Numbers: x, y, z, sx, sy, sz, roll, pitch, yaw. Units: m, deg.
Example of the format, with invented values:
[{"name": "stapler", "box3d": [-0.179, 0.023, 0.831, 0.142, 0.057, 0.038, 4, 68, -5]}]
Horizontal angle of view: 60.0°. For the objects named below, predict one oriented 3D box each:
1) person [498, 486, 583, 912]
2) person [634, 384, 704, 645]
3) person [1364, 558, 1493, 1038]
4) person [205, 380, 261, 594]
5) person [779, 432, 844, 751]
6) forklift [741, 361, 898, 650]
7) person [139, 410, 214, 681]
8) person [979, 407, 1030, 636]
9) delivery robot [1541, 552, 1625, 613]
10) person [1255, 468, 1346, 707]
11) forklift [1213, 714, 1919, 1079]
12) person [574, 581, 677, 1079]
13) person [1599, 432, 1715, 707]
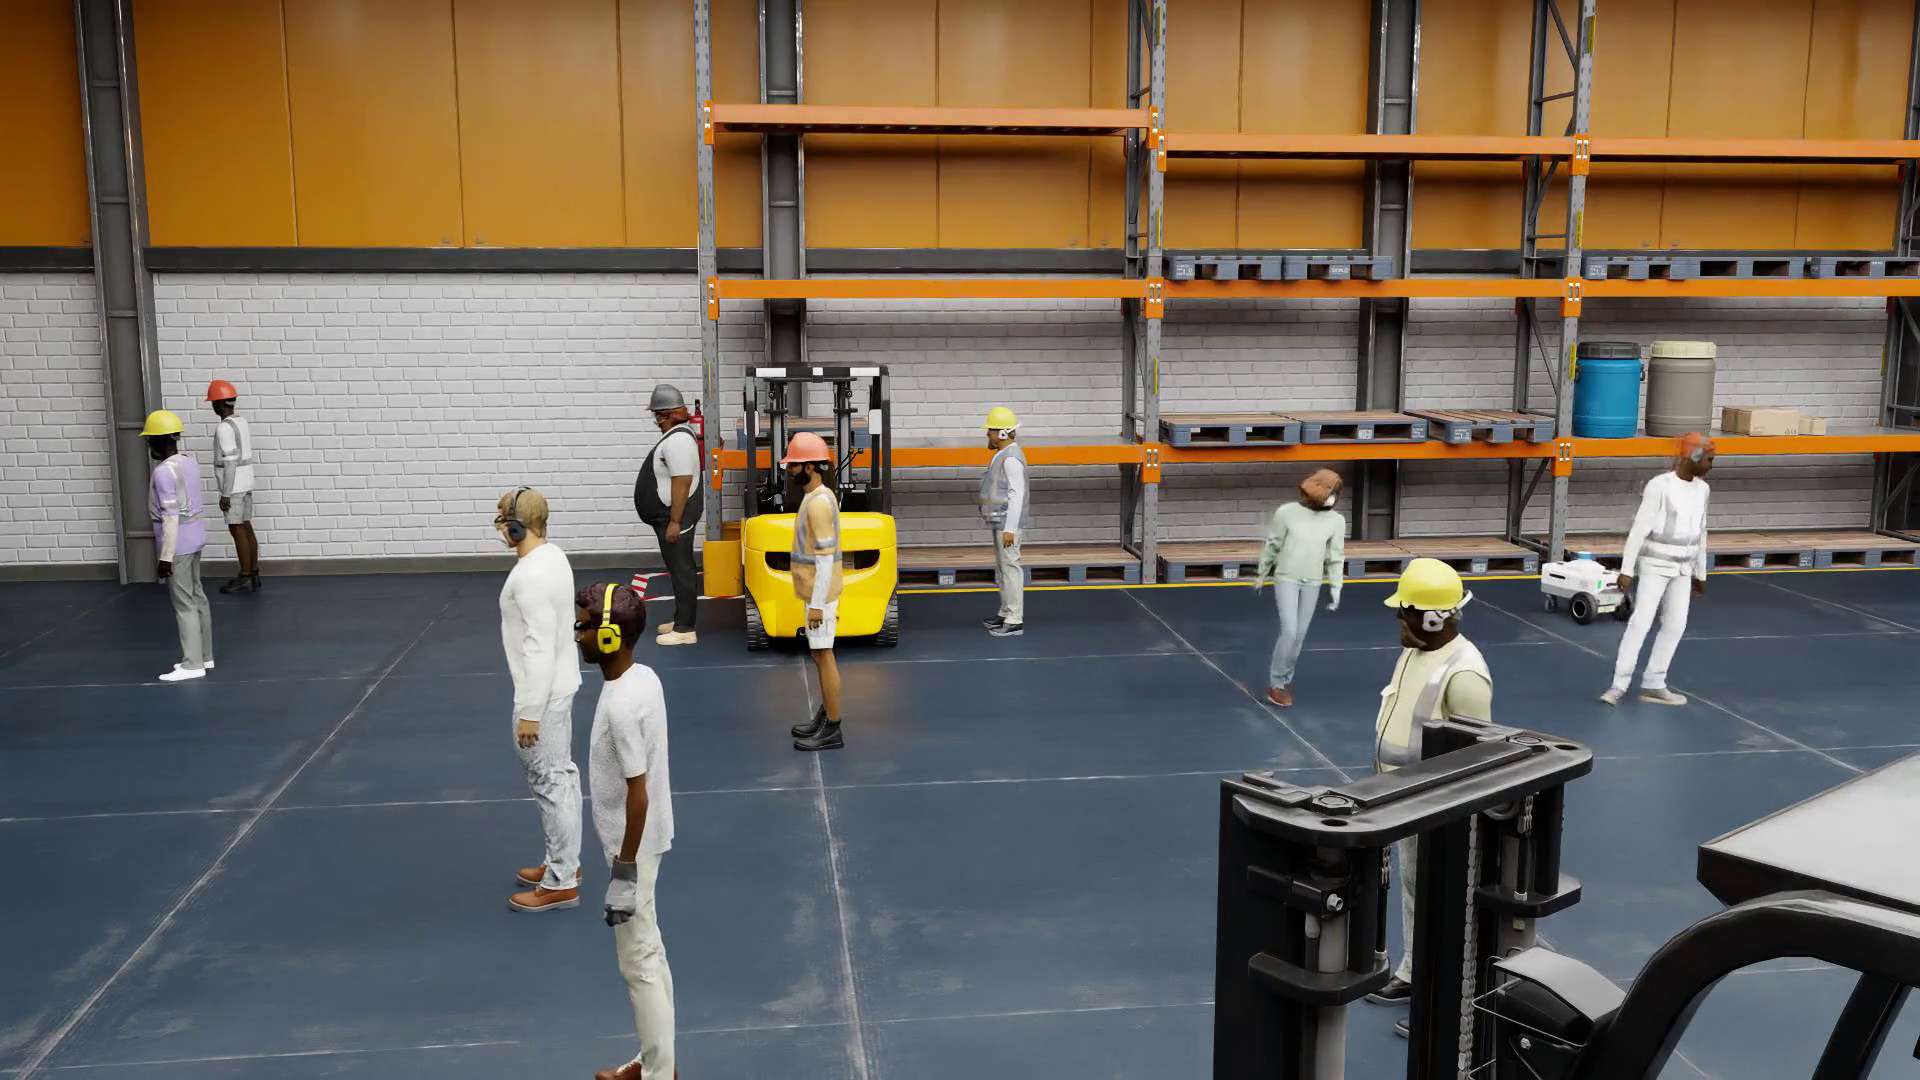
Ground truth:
[{"name": "person", "box3d": [-1.909, 0.717, 7.569, 0.362, 1.936, 0.631, -1, 9, -5]}, {"name": "person", "box3d": [-2.275, -0.208, 13.018, 0.535, 2.000, 0.684, -1, 9, -5]}, {"name": "person", "box3d": [1.776, 0.971, 6.318, 0.403, 1.828, 0.595, -1, 9, -5]}, {"name": "person", "box3d": [-6.594, -0.481, 15.051, 0.374, 1.934, 0.549, -1, 9, -5]}, {"name": "person", "box3d": [-0.895, 0.312, 10.097, 0.377, 1.936, 0.549, -1, 9, -5]}, {"name": "forklift", "box3d": [-1.154, -0.340, 13.365, 1.214, 2.155, 2.313, -1, 9, -7]}, {"name": "person", "box3d": [-5.578, 0.040, 11.827, 0.386, 1.926, 0.591, -1, 9, -5]}, {"name": "person", "box3d": [0.350, -0.152, 13.314, 0.403, 1.831, 0.595, -1, 9, -5]}, {"name": "delivery robot", "box3d": [5.215, 0.341, 13.927, 0.477, 0.478, 0.707, -4, 10, -24]}, {"name": "person", "box3d": [2.285, 0.314, 11.114, 0.572, 1.593, 0.518, -2, 9, -12]}, {"name": "forklift", "box3d": [1.441, 1.425, 2.350, 1.214, 2.155, 2.313, -7, 12, -39]}, {"name": "person", "box3d": [-1.132, 1.060, 5.636, 0.319, 1.870, 0.521, -1, 9, -5]}, {"name": "person", "box3d": [4.630, 0.207, 11.042, 0.734, 1.847, 0.417, -4, 10, -24]}]
